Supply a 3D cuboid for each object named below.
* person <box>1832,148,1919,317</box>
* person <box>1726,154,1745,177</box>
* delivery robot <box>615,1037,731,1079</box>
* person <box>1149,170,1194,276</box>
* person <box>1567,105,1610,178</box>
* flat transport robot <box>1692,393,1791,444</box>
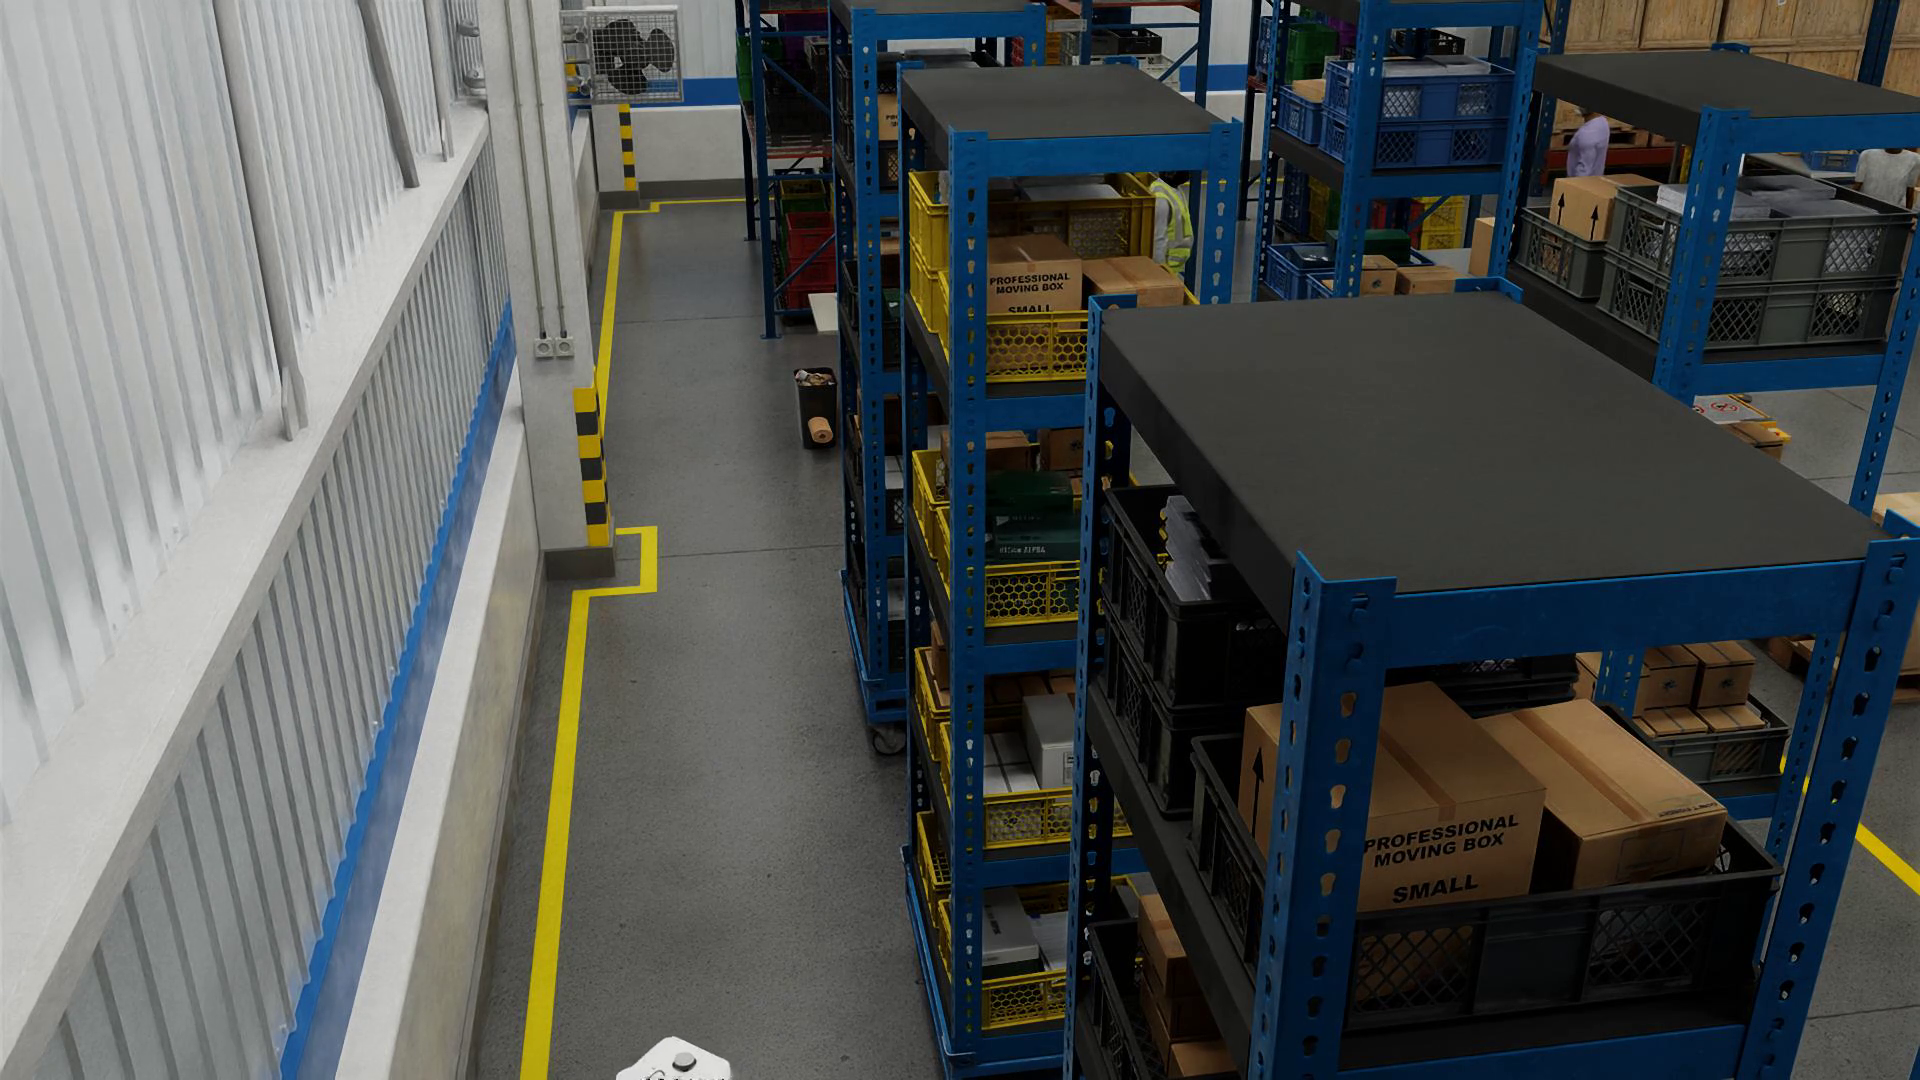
[{"bbox_3d":[7.856,-2.708,14.261,0.521,1.863,0.319,13,28,26],"label":"person"},{"bbox_3d":[6.828,-3.058,15.008,0.578,1.877,0.343,-20,32,-37],"label":"person"},{"bbox_3d":[-1.074,1.972,5.533,0.477,0.478,0.707,14,28,28],"label":"delivery robot"},{"bbox_3d":[1.619,-2.176,13.145,0.430,1.836,0.630,6,25,14],"label":"person"},{"bbox_3d":[5.629,-3.142,15.115,0.371,1.940,0.632,13,28,25],"label":"person"},{"bbox_3d":[5.224,-0.859,12.132,1.431,0.197,0.652,-4,25,-8],"label":"flat transport robot"}]
